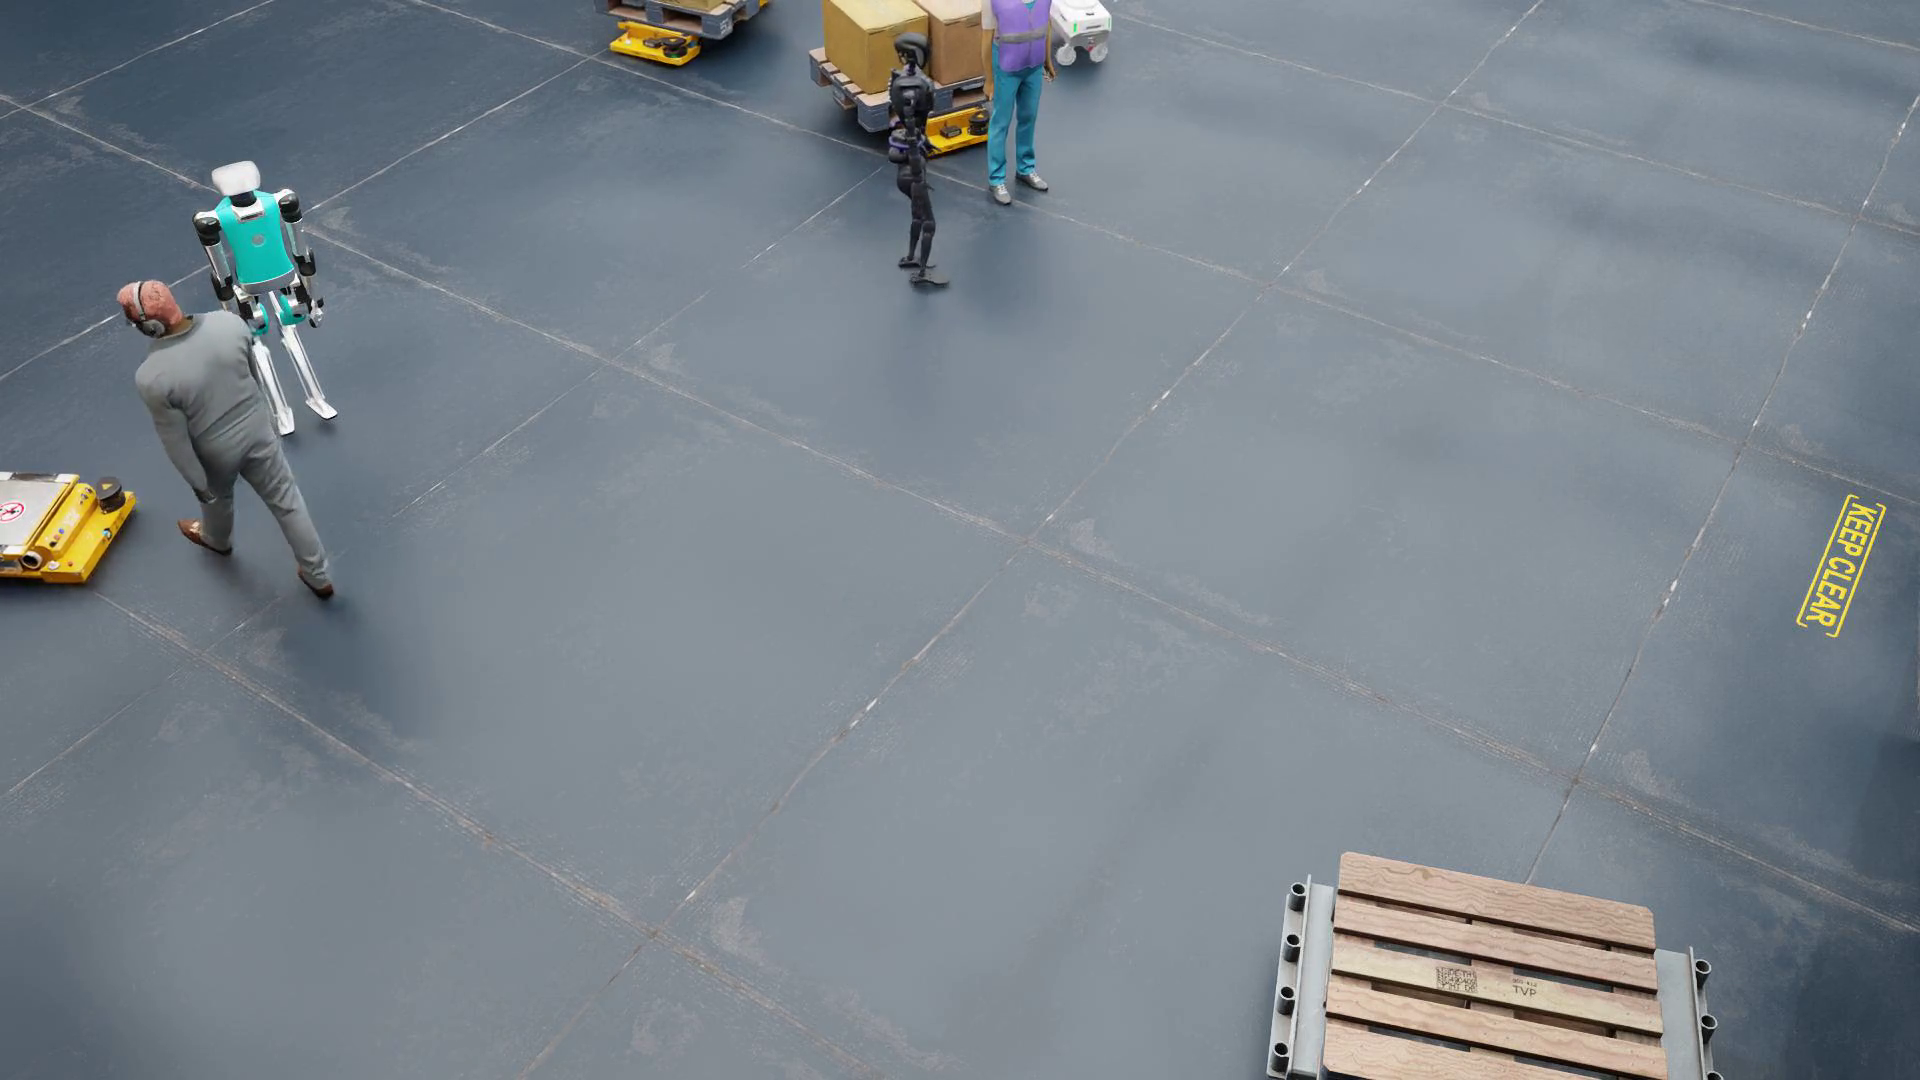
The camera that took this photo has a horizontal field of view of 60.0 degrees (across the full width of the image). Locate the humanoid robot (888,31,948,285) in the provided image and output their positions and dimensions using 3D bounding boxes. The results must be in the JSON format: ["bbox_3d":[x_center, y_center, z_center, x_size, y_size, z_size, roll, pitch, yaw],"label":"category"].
[{"bbox_3d":[-0.266,-2.403,10.409,0.344,1.655,0.593,2,42,2],"label":"humanoid robot"}]

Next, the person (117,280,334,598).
[{"bbox_3d":[-3.666,-0.524,8.178,1.015,1.840,0.668,25,48,26],"label":"person"}]

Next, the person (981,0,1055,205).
[{"bbox_3d":[0.381,-3.173,11.143,0.568,1.849,0.380,-25,47,-25],"label":"person"}]

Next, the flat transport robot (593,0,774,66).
[{"bbox_3d":[-2.184,-4.289,13.579,0.659,0.231,1.431,18,45,19],"label":"flat transport robot"}]

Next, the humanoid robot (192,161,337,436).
[{"bbox_3d":[-3.822,-1.384,9.126,0.533,1.677,0.735,-24,47,-25],"label":"humanoid robot"}]

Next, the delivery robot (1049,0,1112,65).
[{"bbox_3d":[0.920,-4.148,13.214,0.499,0.604,0.776,-12,43,-13],"label":"delivery robot"}]

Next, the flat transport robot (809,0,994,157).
[{"bbox_3d":[-0.368,-3.303,12.476,0.659,0.231,1.431,-21,46,-21],"label":"flat transport robot"}]

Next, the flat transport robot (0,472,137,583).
[{"bbox_3d":[-5.246,-0.076,8.865,1.431,0.231,0.659,2,42,2],"label":"flat transport robot"}]
